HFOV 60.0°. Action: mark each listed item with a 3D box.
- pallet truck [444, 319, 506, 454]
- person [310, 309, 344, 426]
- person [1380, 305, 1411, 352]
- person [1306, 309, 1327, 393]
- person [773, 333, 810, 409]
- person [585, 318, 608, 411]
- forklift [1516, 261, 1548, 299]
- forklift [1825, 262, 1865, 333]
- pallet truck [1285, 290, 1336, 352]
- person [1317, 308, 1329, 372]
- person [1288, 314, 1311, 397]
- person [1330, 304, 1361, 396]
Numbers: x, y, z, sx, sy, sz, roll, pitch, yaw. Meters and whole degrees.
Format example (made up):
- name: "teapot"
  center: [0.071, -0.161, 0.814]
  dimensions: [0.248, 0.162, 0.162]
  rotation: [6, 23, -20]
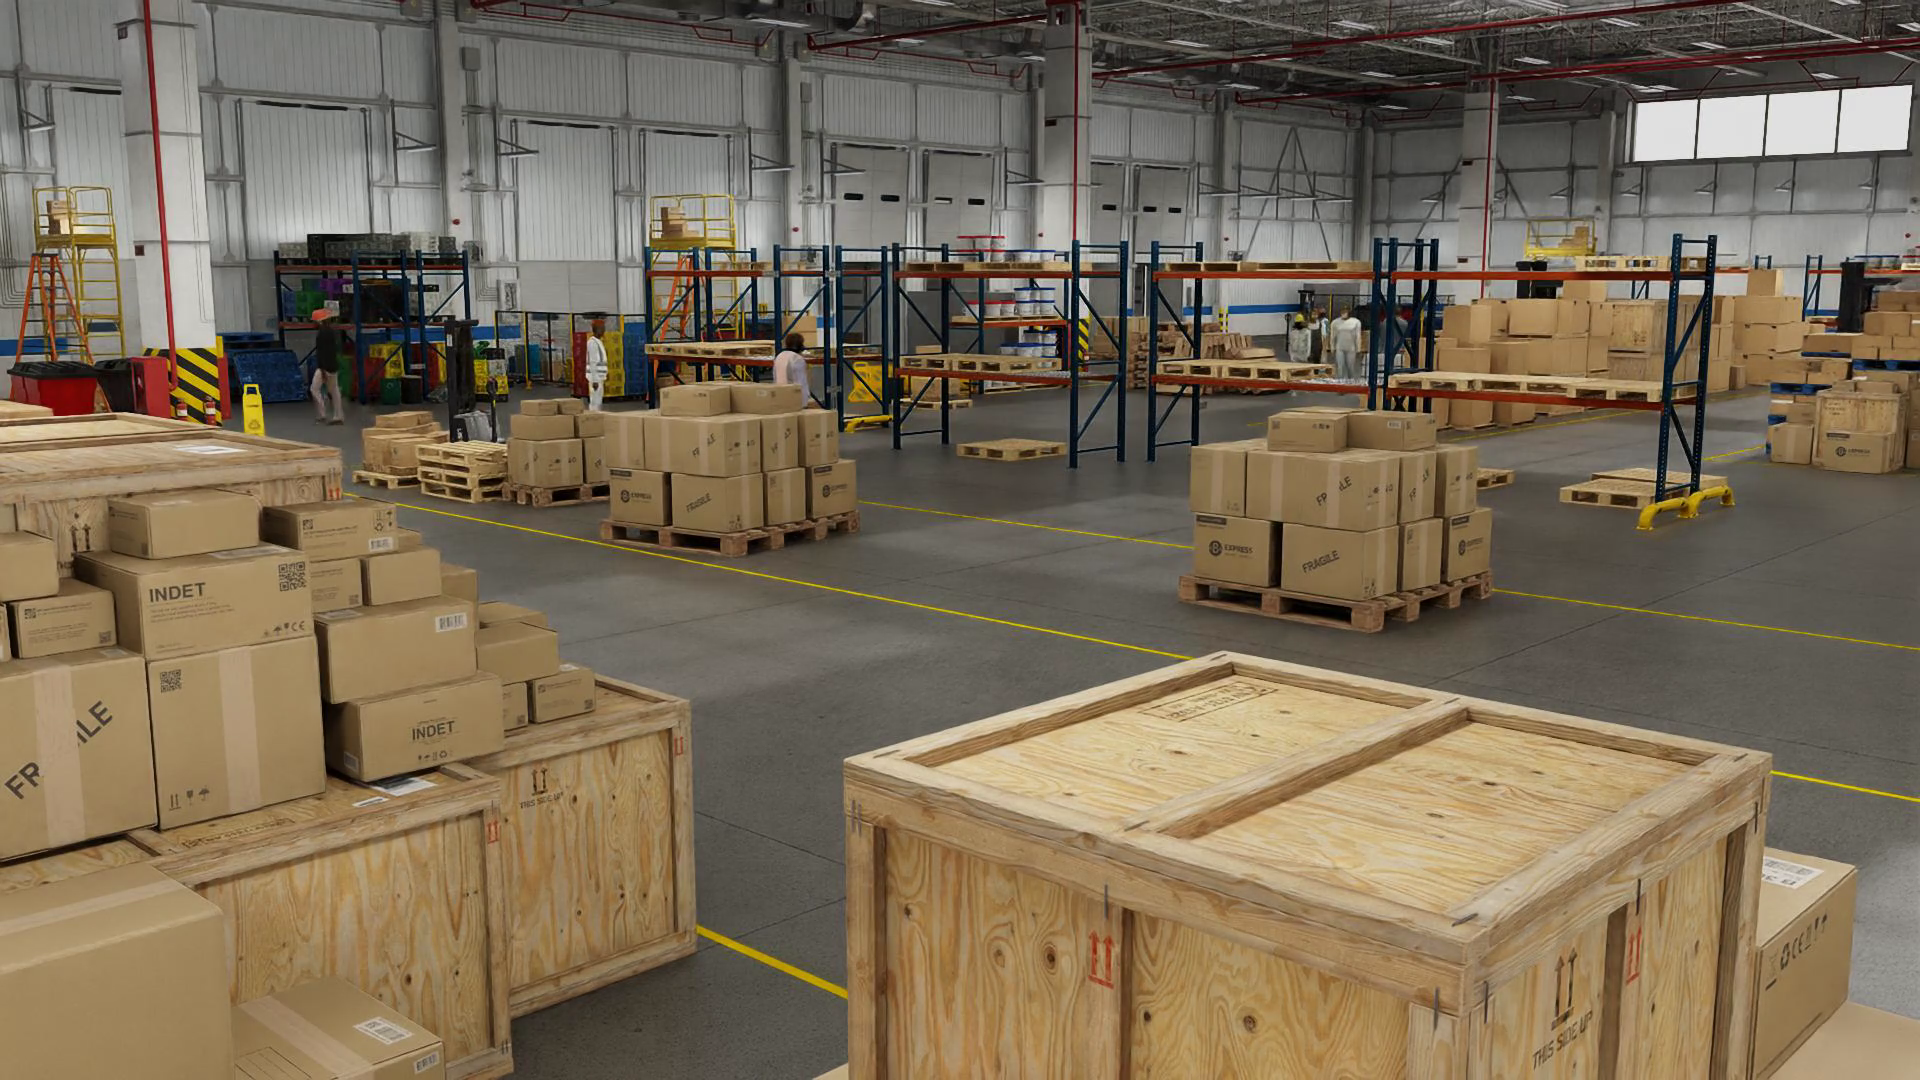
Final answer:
- name: "pallet truck"
  center: [-6.981, -1.942, 22.150]
  dimensions: [1.885, 1.965, 0.823]
  rotation: [1, 9, 9]
- name: "person"
  center: [-10.796, -2.913, 28.194]
  dimensions: [0.644, 1.973, 0.641]
  rotation: [1, 9, 6]
- name: "person"
  center: [9.180, -3.958, 34.792]
  dimensions: [0.838, 1.893, 0.777]
  rotation: [-7, 11, -36]
- name: "person"
  center: [7.626, -4.068, 35.821]
  dimensions: [0.526, 1.801, 0.973]
  rotation: [1, 9, 5]
- name: "person"
  center: [-2.146, -1.754, 21.490]
  dimensions: [0.430, 1.839, 0.625]
  rotation: [-7, 12, -37]
- name: "person"
  center: [-5.684, -2.525, 26.081]
  dimensions: [0.357, 1.881, 0.574]
  rotation: [0, 9, -3]
- name: "forklift"
  center: [12.922, -4.937, 37.814]
  dimensions: [1.873, 2.768, 1.129]
  rotation: [9, 13, 43]
- name: "forklift"
  center: [22.832, -5.741, 42.744]
  dimensions: [1.873, 2.768, 1.129]
  rotation: [9, 13, 42]
- name: "pallet truck"
  center: [11.297, -6.951, 52.861]
  dimensions: [1.885, 1.965, 0.823]
  rotation: [-5, 11, -29]
- name: "person"
  center: [9.365, -5.185, 43.131]
  dimensions: [0.312, 1.639, 0.521]
  rotation: [-4, 10, -23]
- name: "person"
  center: [7.115, -3.874, 34.808]
  dimensions: [0.493, 1.725, 0.652]
  rotation: [4, 10, 22]
- name: "person"
  center: [8.081, -3.982, 34.897]
  dimensions: [0.642, 1.918, 0.485]
  rotation: [3, 10, 15]
